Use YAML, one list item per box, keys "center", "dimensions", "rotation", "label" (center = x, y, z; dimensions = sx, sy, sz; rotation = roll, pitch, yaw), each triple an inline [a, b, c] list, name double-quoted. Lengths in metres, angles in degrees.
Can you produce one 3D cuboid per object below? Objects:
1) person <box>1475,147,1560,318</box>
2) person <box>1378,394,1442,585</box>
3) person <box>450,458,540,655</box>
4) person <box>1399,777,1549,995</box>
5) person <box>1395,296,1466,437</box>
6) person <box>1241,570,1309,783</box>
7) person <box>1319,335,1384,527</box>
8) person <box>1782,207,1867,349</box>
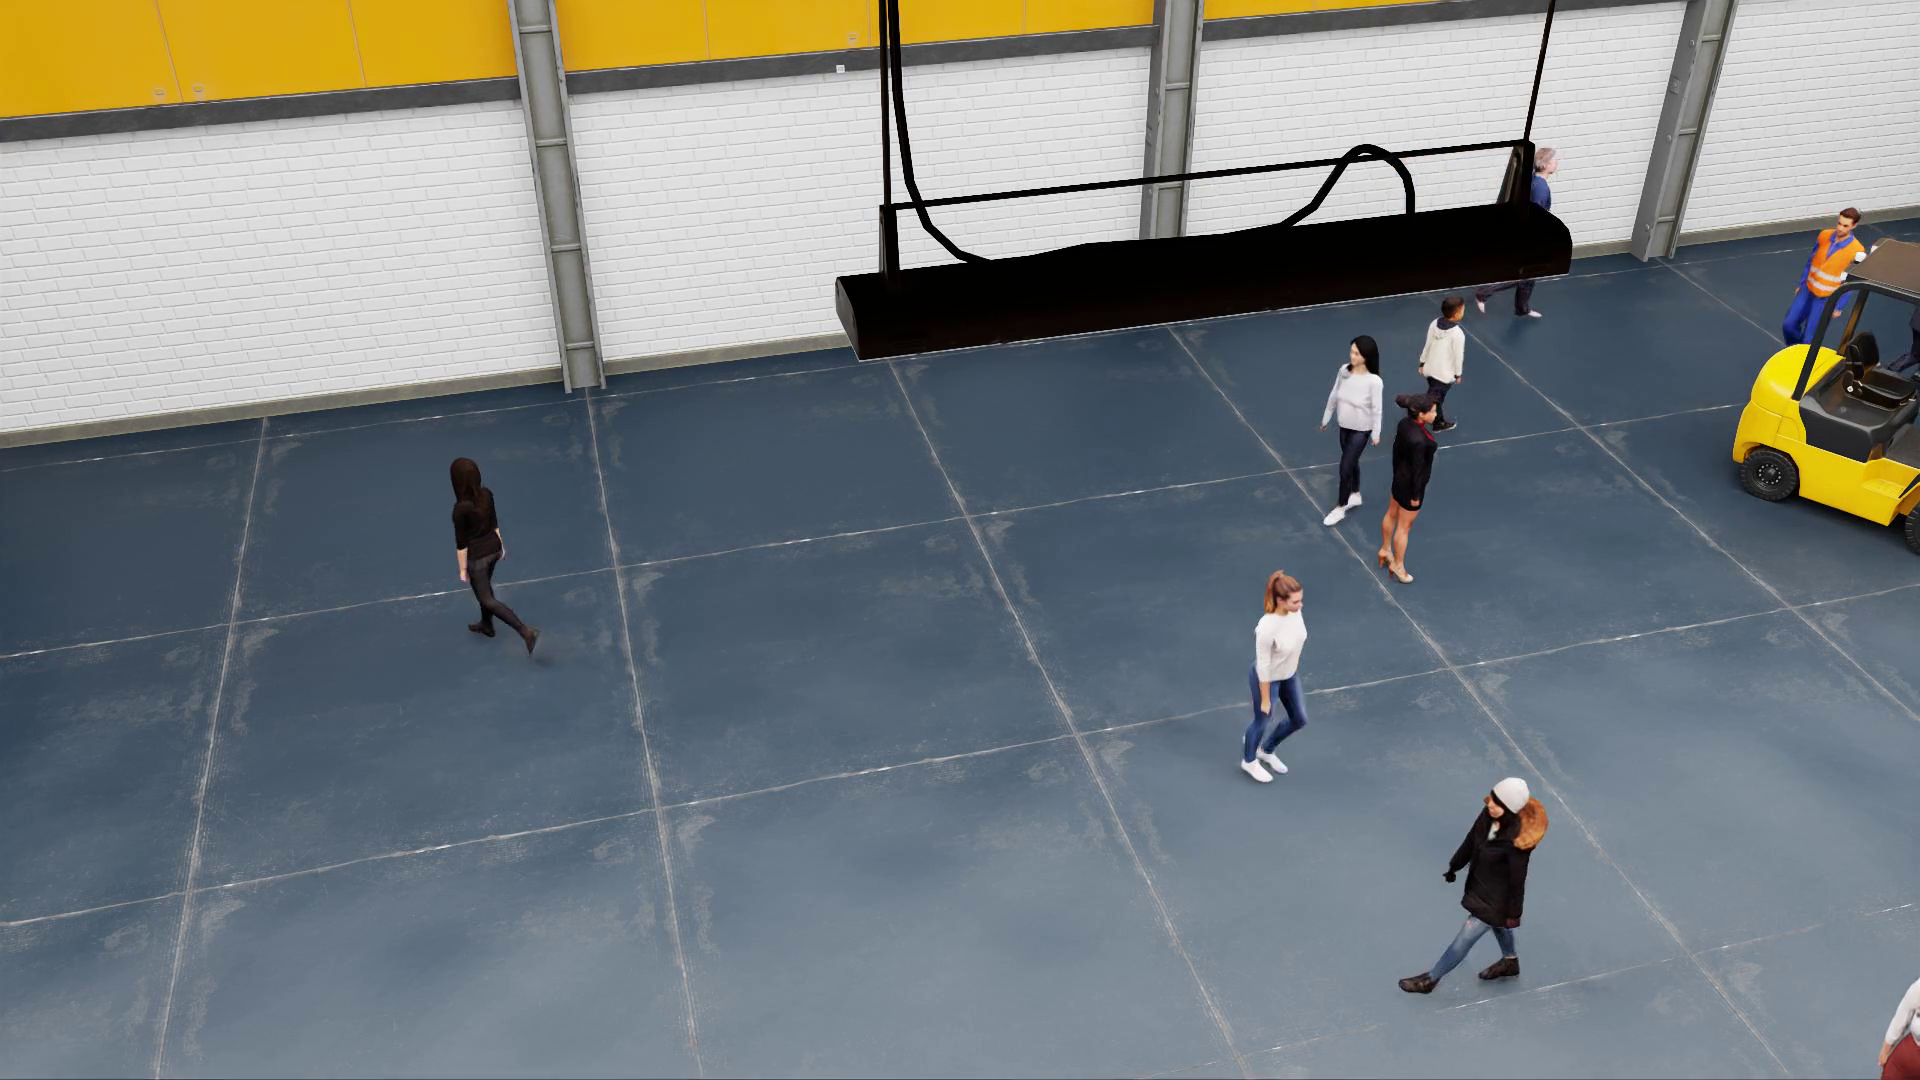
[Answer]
- center: [5.774, -3.126, 17.110]
  dimensions: [1.086, 1.855, 0.895]
  rotation: [4, 34, 5]
  label: "person"
- center: [3.562, -0.421, 13.234]
  dimensions: [0.606, 1.640, 0.594]
  rotation: [-4, 34, -6]
  label: "person"
- center: [-3.502, 0.146, 12.401]
  dimensions: [1.071, 1.619, 0.973]
  rotation: [15, 36, 21]
  label: "person"
- center: [3.137, 2.014, 9.613]
  dimensions: [1.040, 1.592, 0.699]
  rotation: [-5, 34, -8]
  label: "person"
- center: [4.278, -1.499, 15.043]
  dimensions: [0.981, 1.433, 0.619]
  rotation: [-12, 35, -17]
  label: "person"
- center: [2.032, 0.907, 11.174]
  dimensions: [0.707, 1.709, 0.792]
  rotation: [-29, 43, -36]
  label: "person"
- center: [3.394, -0.969, 14.023]
  dimensions: [0.886, 1.680, 0.786]
  rotation: [-21, 39, -28]
  label: "person"
- center: [8.328, -2.358, 15.969]
  dimensions: [0.807, 1.838, 0.812]
  rotation: [-17, 37, -24]
  label: "person"
